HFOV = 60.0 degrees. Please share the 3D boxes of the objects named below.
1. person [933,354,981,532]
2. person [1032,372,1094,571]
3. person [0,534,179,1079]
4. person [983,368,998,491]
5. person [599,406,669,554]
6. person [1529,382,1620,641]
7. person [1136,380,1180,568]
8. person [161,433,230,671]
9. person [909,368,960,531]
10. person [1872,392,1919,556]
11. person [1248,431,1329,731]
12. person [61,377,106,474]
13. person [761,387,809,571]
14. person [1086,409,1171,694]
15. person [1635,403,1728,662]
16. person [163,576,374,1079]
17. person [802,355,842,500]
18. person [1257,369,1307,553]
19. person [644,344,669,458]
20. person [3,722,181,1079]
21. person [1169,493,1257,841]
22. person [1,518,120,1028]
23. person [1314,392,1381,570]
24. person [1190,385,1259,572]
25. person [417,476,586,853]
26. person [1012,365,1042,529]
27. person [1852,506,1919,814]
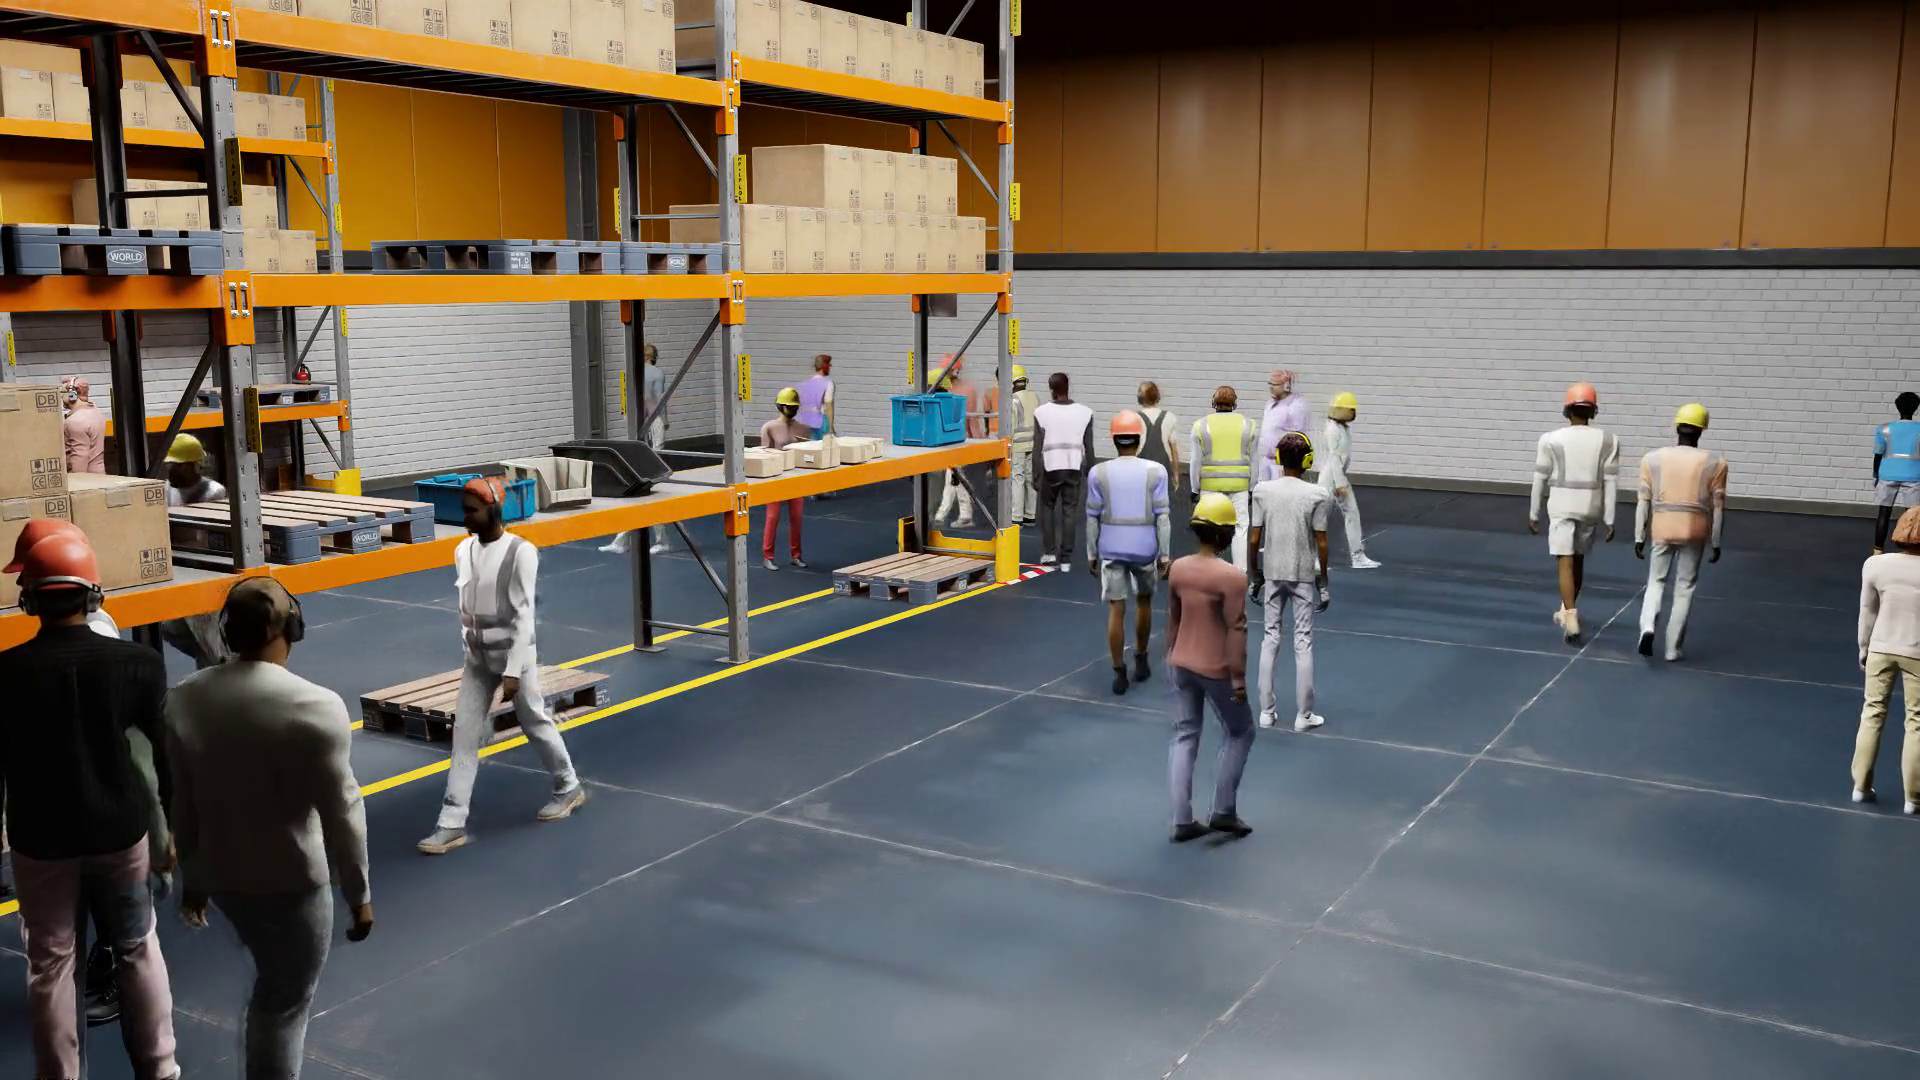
[{"bbox_3d":[-0.161,-1.065,18.321,0.940,1.950,0.666,-8,12,-40],"label":"person"},{"bbox_3d":[0.992,-0.665,16.028,0.624,1.884,0.662,-1,9,-3],"label":"person"},{"bbox_3d":[-2.949,0.967,5.573,0.613,1.984,0.419,-6,11,-35],"label":"person"},{"bbox_3d":[0.539,-1.431,21.527,0.533,1.673,0.690,3,9,16],"label":"person"},{"bbox_3d":[-3.286,-0.642,16.776,0.704,1.599,0.522,-2,9,-15],"label":"person"},{"bbox_3d":[4.800,-0.228,12.991,0.622,2.003,1.026,1,9,8],"label":"person"},{"bbox_3d":[1.858,-0.615,15.960,0.547,1.820,0.677,-1,9,-4],"label":"person"},{"bbox_3d":[-4.969,0.205,10.823,0.622,1.816,0.451,3,10,20],"label":"person"},{"bbox_3d":[-0.271,-0.747,16.512,0.443,1.905,0.596,-6,11,-34],"label":"person"},{"bbox_3d":[9.201,-0.600,16.257,0.531,1.694,0.318,6,11,33],"label":"person"},{"bbox_3d":[2.051,0.255,10.366,0.516,1.871,0.325,5,10,28],"label":"person"},{"bbox_3d":[-7.997,-0.530,15.148,0.409,1.907,0.651,-2,9,-14],"label":"person"},{"bbox_3d":[-1.657,-0.584,15.963,0.534,1.759,0.343,-6,11,-33],"label":"person"},{"bbox_3d":[1.161,0.059,11.446,0.588,1.907,0.790,1,9,6],"label":"person"},{"bbox_3d":[5.228,-0.037,12.096,0.591,1.903,0.494,6,11,31],"label":"person"},{"bbox_3d":[-2.120,1.068,5.185,0.671,1.906,0.517,3,10,21],"label":"person"},{"bbox_3d":[-1.689,-1.404,20.834,0.534,1.826,0.605,-8,12,-41],"label":"person"},{"bbox_3d":[3.229,-0.790,16.829,0.424,1.885,0.668,-3,10,-18],"label":"person"},{"bbox_3d":[-4.091,-1.575,21.637,0.707,1.916,0.501,6,11,35],"label":"person"},{"bbox_3d":[-2.937,1.130,5.636,0.500,1.633,0.285,-2,9,-14],"label":"person"},{"bbox_3d":[1.277,0.637,8.331,0.557,1.743,0.560,-7,12,-38],"label":"person"},{"bbox_3d":[-3.345,0.873,6.296,0.375,1.935,0.551,-9,12,-43],"label":"person"},{"bbox_3d":[3.663,-0.539,15.824,0.806,1.713,0.505,6,11,31],"label":"person"},{"bbox_3d":[2.372,-0.468,14.963,0.619,1.845,0.430,0,9,2],"label":"person"},{"bbox_3d":[-2.310,0.590,8.371,0.575,1.844,0.978,5,10,29],"label":"person"},{"bbox_3d":[0.655,-1.034,18.543,0.404,1.828,0.591,8,12,39],"label":"person"},{"bbox_3d":[5.008,0.627,8.813,0.285,1.626,0.496,-7,12,-39],"label":"person"}]
